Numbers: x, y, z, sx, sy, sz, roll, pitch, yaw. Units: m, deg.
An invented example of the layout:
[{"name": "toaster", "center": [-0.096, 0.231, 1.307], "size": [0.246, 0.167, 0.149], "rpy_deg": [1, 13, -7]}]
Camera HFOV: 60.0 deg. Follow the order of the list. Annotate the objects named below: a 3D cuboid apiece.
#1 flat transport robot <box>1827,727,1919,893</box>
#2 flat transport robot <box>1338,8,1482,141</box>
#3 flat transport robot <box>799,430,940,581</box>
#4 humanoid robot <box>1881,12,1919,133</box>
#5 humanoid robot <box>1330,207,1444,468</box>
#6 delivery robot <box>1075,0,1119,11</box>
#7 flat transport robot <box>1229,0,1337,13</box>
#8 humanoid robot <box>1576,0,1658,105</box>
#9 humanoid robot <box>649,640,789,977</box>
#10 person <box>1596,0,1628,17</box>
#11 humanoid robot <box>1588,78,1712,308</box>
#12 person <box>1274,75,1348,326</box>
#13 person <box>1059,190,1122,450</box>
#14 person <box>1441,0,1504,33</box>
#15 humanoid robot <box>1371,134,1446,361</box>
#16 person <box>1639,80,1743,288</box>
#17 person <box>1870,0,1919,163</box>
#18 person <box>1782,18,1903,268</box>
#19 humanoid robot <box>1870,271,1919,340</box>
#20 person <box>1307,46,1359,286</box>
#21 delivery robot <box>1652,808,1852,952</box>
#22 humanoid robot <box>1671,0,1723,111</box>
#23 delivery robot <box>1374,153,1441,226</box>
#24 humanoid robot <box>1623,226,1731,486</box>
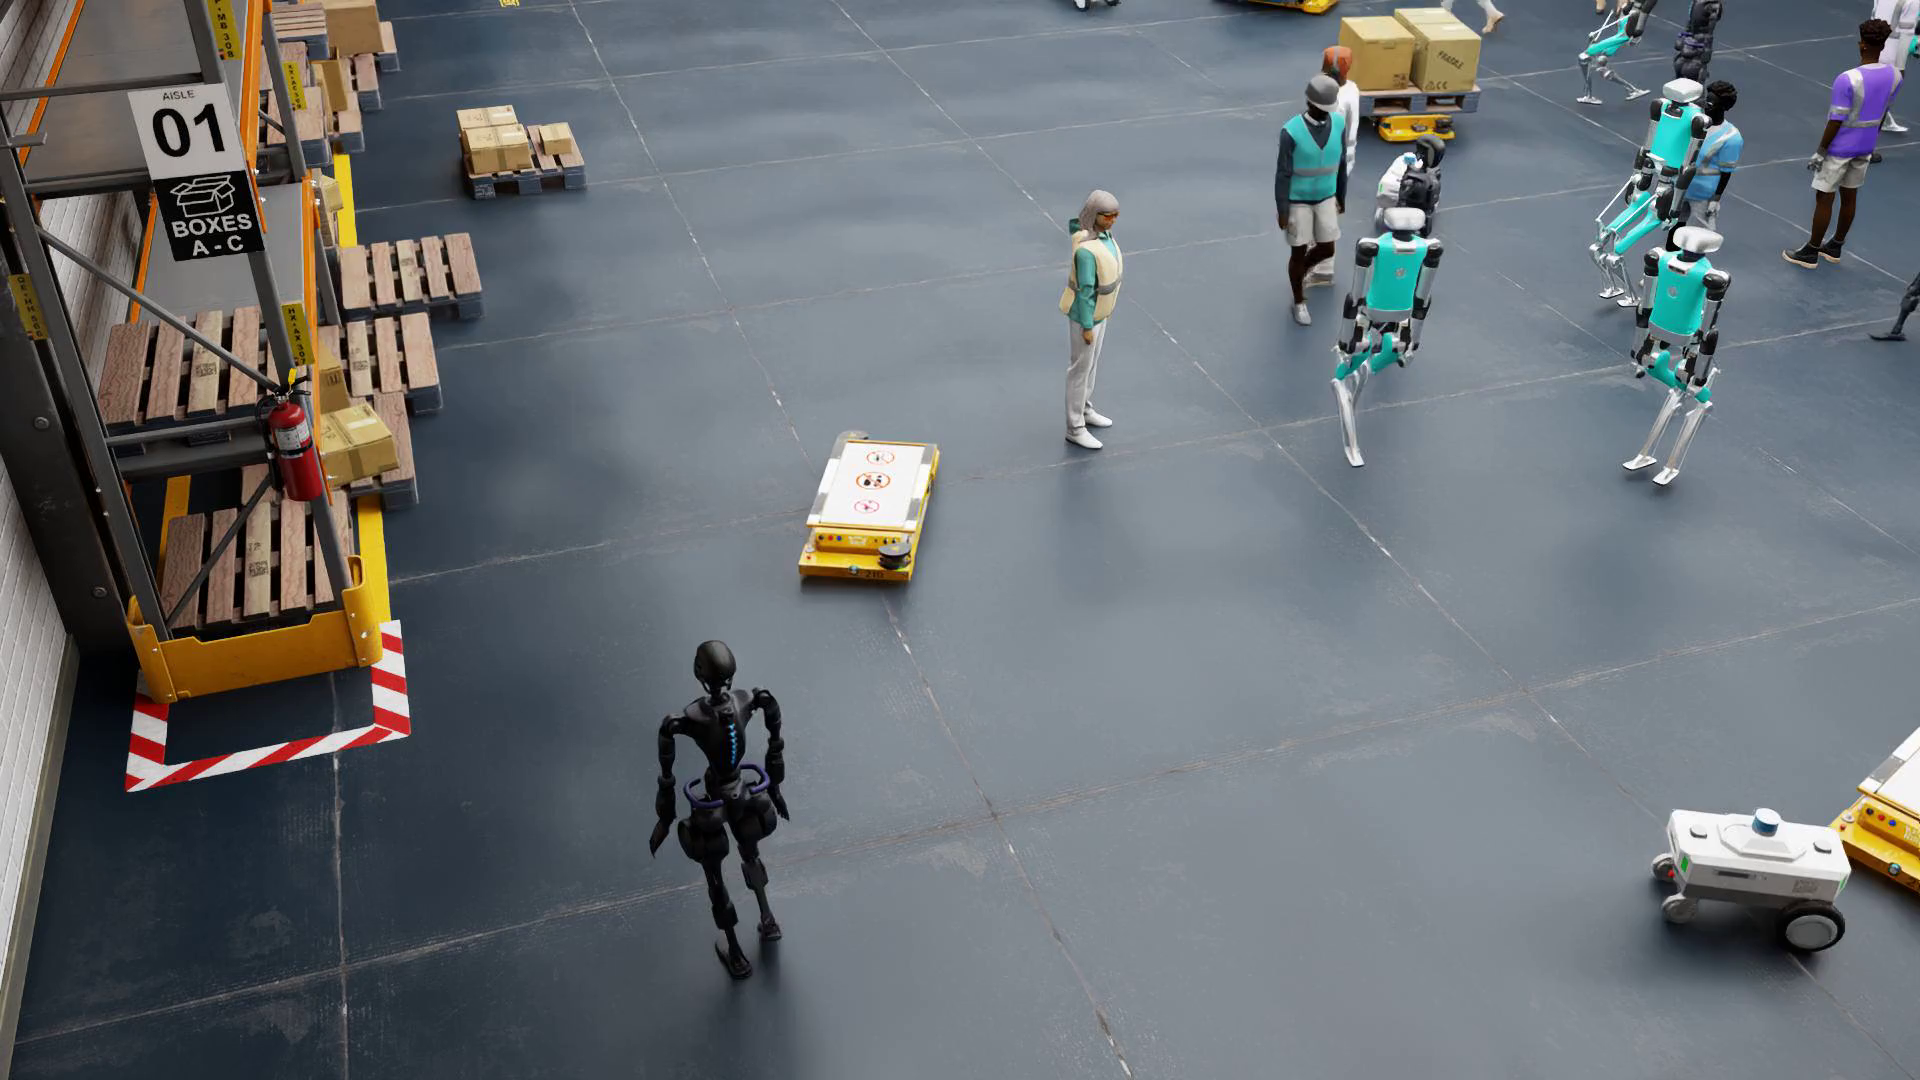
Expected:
[{"name": "flat transport robot", "center": [4.799, 1.230, 7.972], "size": [1.431, 0.231, 0.659], "rpy_deg": [-26, 41, -33]}, {"name": "flat transport robot", "center": [4.311, -4.249, 16.375], "size": [0.659, 0.231, 1.431], "rpy_deg": [-3, 33, -5]}, {"name": "flat transport robot", "center": [-0.534, -0.228, 10.209], "size": [0.659, 0.231, 1.431], "rpy_deg": [4, 33, 5]}, {"name": "humanoid robot", "center": [8.921, -4.808, 15.893], "size": [0.542, 1.760, 0.855], "rpy_deg": [-13, 35, -20]}, {"name": "humanoid robot", "center": [2.617, -1.377, 10.668], "size": [0.558, 1.822, 0.873], "rpy_deg": [-2, 33, -4]}, {"name": "delivery robot", "center": [1.513, -6.634, 19.779], "size": [0.499, 0.603, 0.803], "rpy_deg": [-19, 37, -26]}, {"name": "flat transport robot", "center": [3.759, -6.573, 19.939], "size": [1.431, 0.231, 0.659], "rpy_deg": [17, 37, 24]}, {"name": "humanoid robot", "center": [6.427, -5.063, 16.261], "size": [0.954, 1.722, 0.533], "rpy_deg": [2, 33, 3]}, {"name": "humanoid robot", "center": [-0.986, 1.114, 6.866], "size": [0.601, 1.649, 0.347], "rpy_deg": [-18, 37, -25]}, {"name": "person", "center": [7.651, -6.895, 19.150], "size": [0.465, 1.670, 0.389], "rpy_deg": [22, 39, 29]}, {"name": "humanoid robot", "center": [4.984, -2.526, 12.263], "size": [0.735, 1.681, 0.533], "rpy_deg": [-12, 35, -18]}, {"name": "person", "center": [2.562, -2.506, 12.200], "size": [0.590, 1.905, 0.553], "rpy_deg": [-8, 34, -12]}, {"name": "person", "center": [0.832, -1.437, 10.739], "size": [0.370, 1.712, 0.463], "rpy_deg": [11, 35, 16]}, {"name": "person", "center": [5.690, -6.523, 18.425], "size": [0.793, 1.844, 0.464], "rpy_deg": [24, 40, 32]}, {"name": "humanoid robot", "center": [3.121, -2.063, 11.727], "size": [0.381, 1.643, 0.611], "rpy_deg": [24, 40, 32]}, {"name": "person", "center": [5.574, -2.641, 12.601], "size": [0.318, 1.696, 0.533], "rpy_deg": [-14, 36, -21]}, {"name": "person", "center": [8.422, -4.406, 15.104], "size": [0.380, 1.929, 0.544], "rpy_deg": [-4, 33, -6]}, {"name": "person", "center": [6.953, -3.095, 13.056], "size": [0.605, 1.963, 0.374], "rpy_deg": [-12, 35, -17]}, {"name": "humanoid robot", "center": [7.158, -2.116, 11.877], "size": [0.769, 1.654, 0.609], "rpy_deg": [1, 33, 2]}, {"name": "person", "center": [2.820, -2.850, 12.774], "size": [0.386, 1.875, 0.624], "rpy_deg": [11, 35, 17]}, {"name": "delivery robot", "center": [3.523, 1.445, 7.373], "size": [0.773, 0.586, 0.499], "rpy_deg": [6, 34, 9]}, {"name": "humanoid robot", "center": [6.843, -4.508, 15.489], "size": [0.376, 1.650, 0.612], "rpy_deg": [1, 33, 1]}, {"name": "delivery robot", "center": [3.803, -3.009, 14.201], "size": [0.499, 0.583, 0.767], "rpy_deg": [15, 36, 21]}, {"name": "humanoid robot", "center": [4.467, -1.163, 10.204], "size": [0.738, 1.691, 0.531], "rpy_deg": [-21, 39, -29]}]
